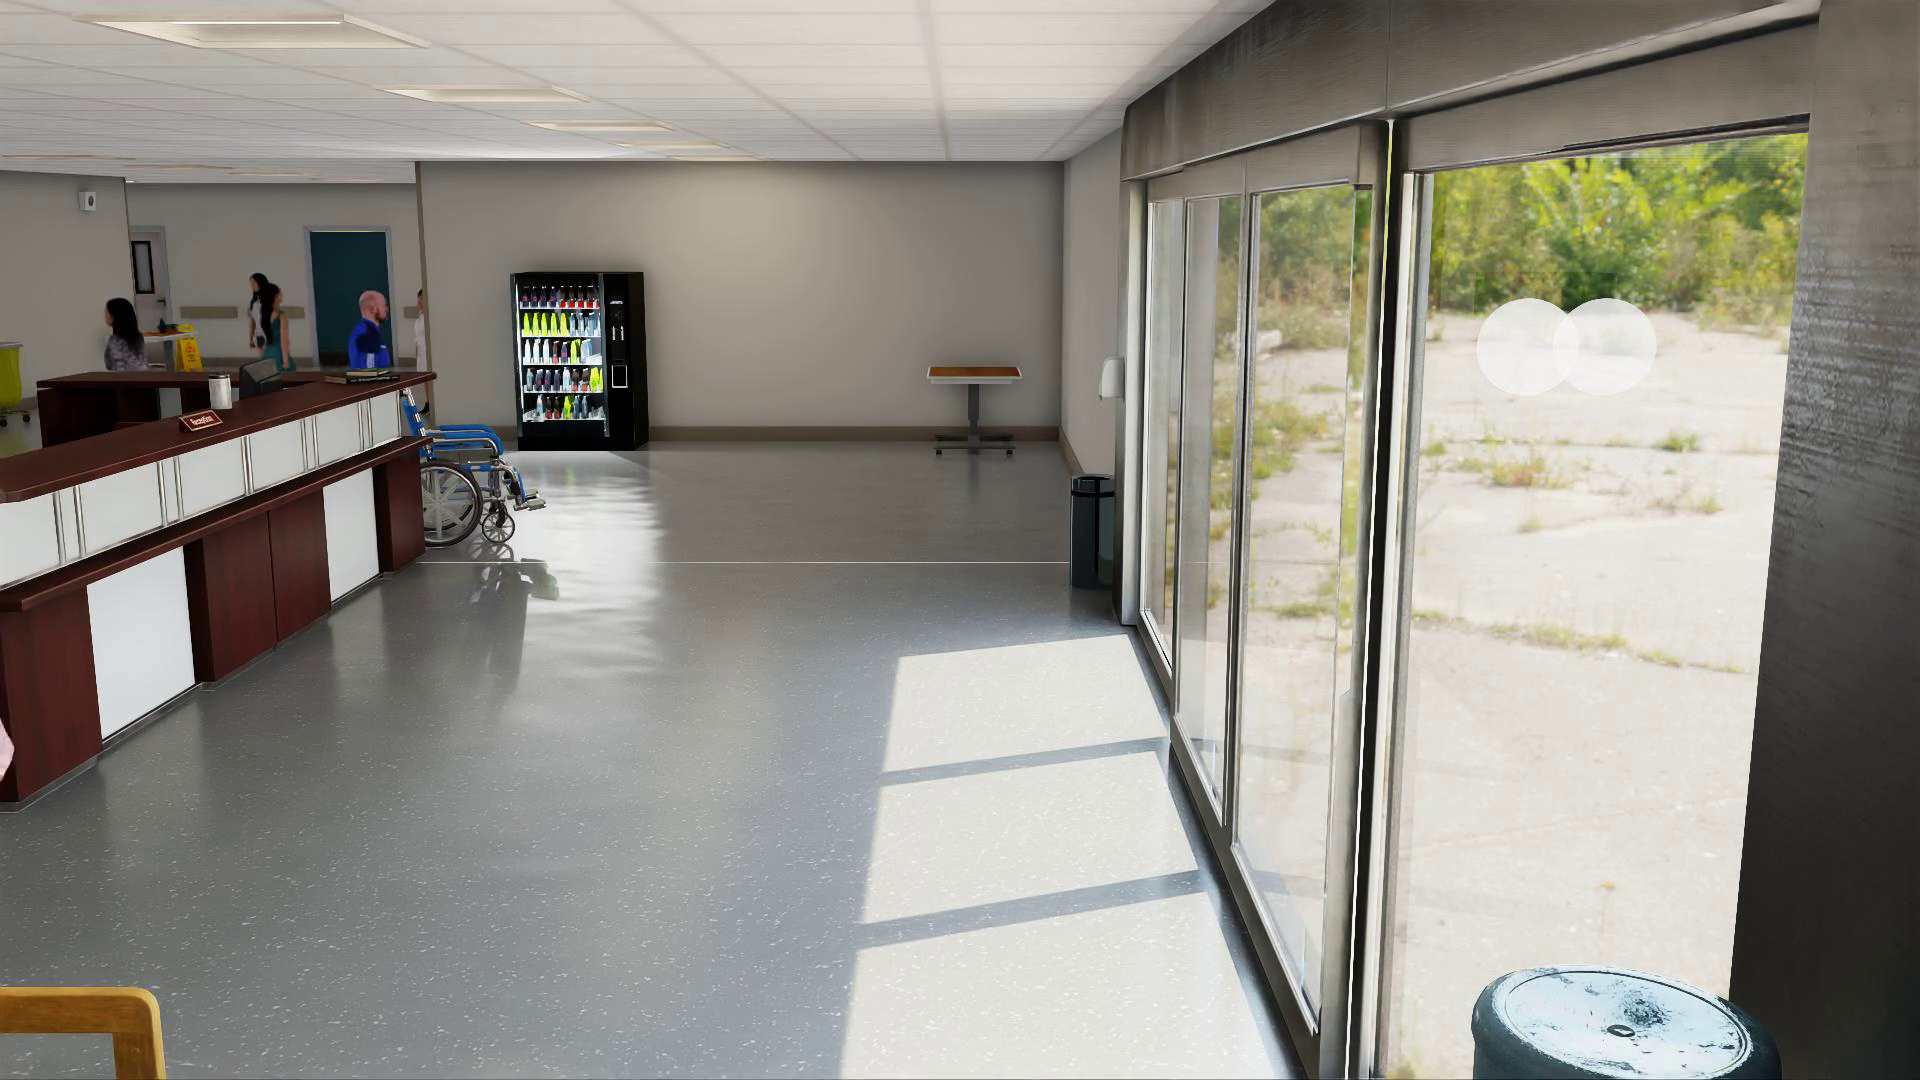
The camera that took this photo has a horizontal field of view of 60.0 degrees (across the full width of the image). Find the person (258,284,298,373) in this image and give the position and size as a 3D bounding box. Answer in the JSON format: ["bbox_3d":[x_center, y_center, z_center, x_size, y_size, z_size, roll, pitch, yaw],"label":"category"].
[{"bbox_3d":[-7.577,-1.934,18.284,1.040,1.634,0.912,5,12,24],"label":"person"}]

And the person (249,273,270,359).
[{"bbox_3d":[-9.144,-2.687,22.104,0.715,1.690,0.793,5,12,23],"label":"person"}]

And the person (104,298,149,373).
[{"bbox_3d":[-6.882,-1.148,14.004,1.254,1.685,0.844,3,11,15],"label":"person"}]
